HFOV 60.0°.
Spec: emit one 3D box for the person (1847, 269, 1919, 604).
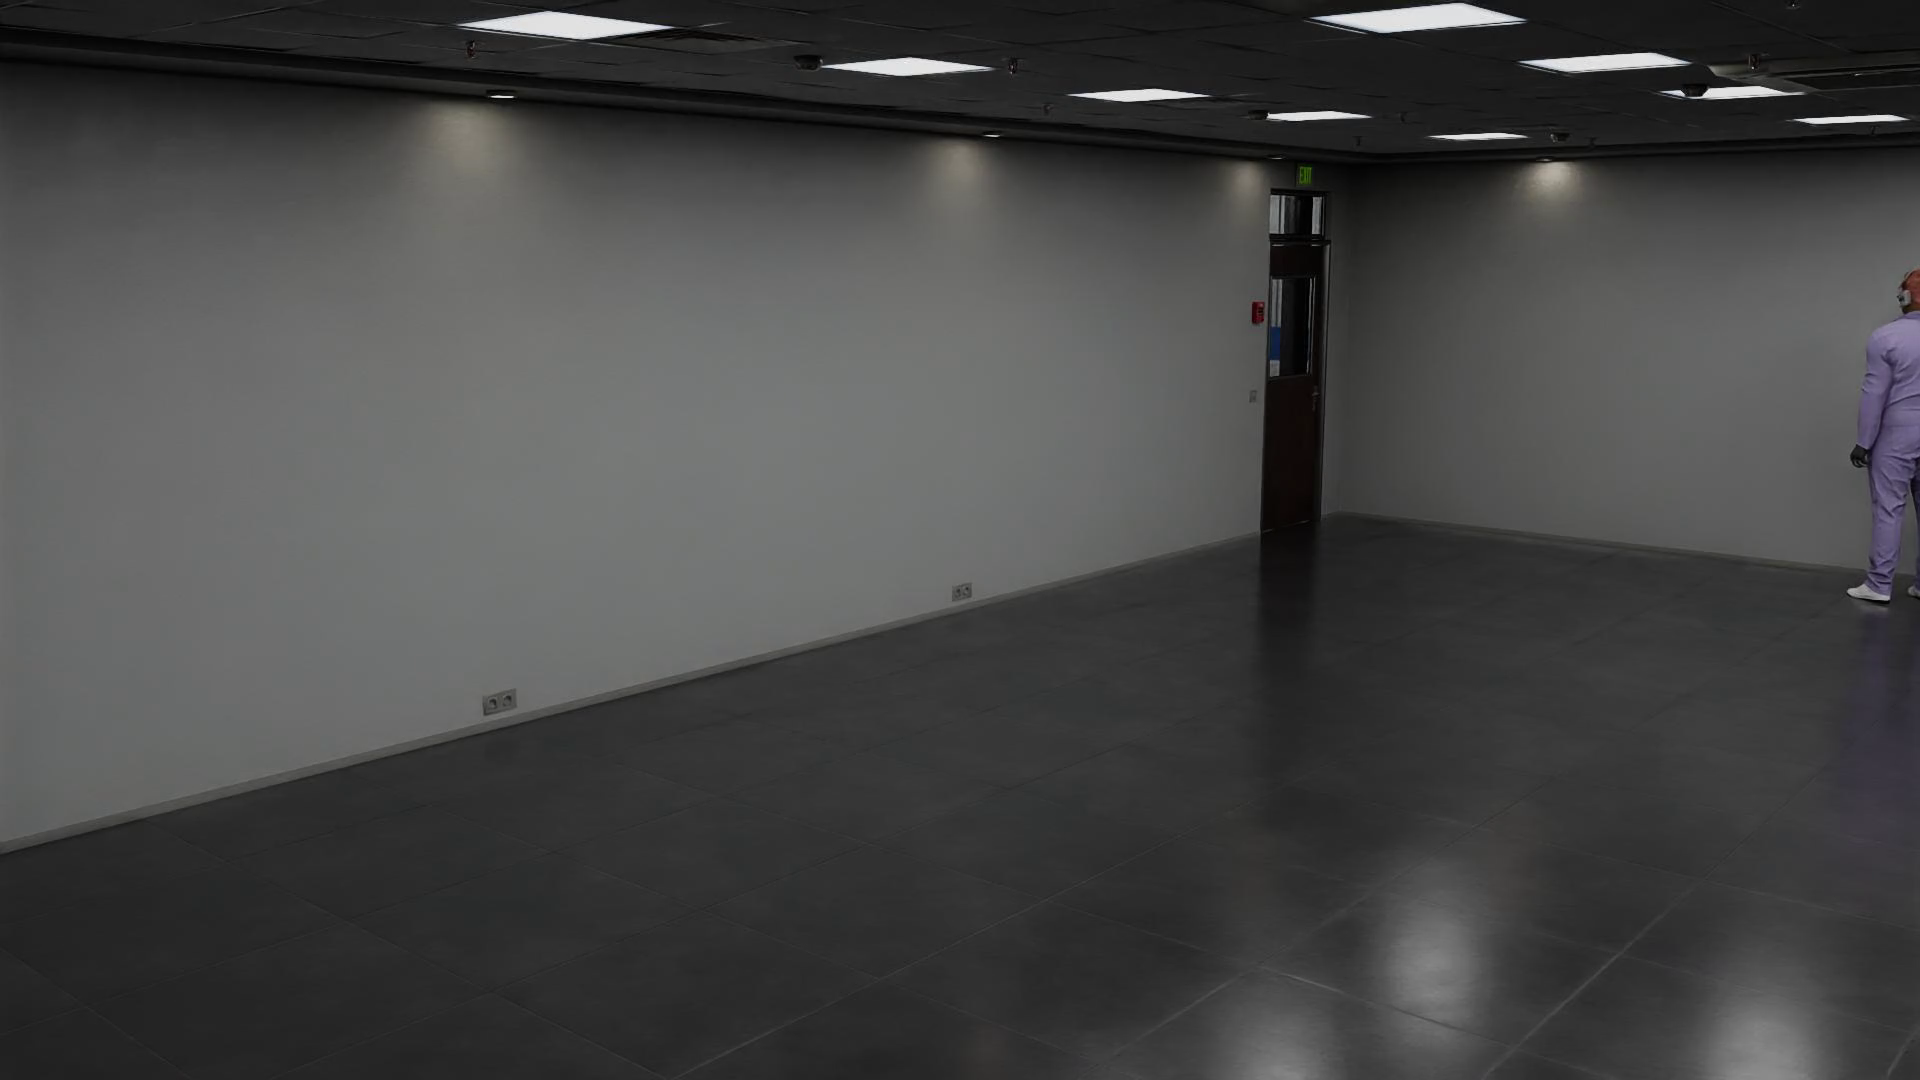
[{"bbox_3d":[5.390,-0.579,9.450,0.639,1.903,0.409,0,10,-2],"label":"person"}]
